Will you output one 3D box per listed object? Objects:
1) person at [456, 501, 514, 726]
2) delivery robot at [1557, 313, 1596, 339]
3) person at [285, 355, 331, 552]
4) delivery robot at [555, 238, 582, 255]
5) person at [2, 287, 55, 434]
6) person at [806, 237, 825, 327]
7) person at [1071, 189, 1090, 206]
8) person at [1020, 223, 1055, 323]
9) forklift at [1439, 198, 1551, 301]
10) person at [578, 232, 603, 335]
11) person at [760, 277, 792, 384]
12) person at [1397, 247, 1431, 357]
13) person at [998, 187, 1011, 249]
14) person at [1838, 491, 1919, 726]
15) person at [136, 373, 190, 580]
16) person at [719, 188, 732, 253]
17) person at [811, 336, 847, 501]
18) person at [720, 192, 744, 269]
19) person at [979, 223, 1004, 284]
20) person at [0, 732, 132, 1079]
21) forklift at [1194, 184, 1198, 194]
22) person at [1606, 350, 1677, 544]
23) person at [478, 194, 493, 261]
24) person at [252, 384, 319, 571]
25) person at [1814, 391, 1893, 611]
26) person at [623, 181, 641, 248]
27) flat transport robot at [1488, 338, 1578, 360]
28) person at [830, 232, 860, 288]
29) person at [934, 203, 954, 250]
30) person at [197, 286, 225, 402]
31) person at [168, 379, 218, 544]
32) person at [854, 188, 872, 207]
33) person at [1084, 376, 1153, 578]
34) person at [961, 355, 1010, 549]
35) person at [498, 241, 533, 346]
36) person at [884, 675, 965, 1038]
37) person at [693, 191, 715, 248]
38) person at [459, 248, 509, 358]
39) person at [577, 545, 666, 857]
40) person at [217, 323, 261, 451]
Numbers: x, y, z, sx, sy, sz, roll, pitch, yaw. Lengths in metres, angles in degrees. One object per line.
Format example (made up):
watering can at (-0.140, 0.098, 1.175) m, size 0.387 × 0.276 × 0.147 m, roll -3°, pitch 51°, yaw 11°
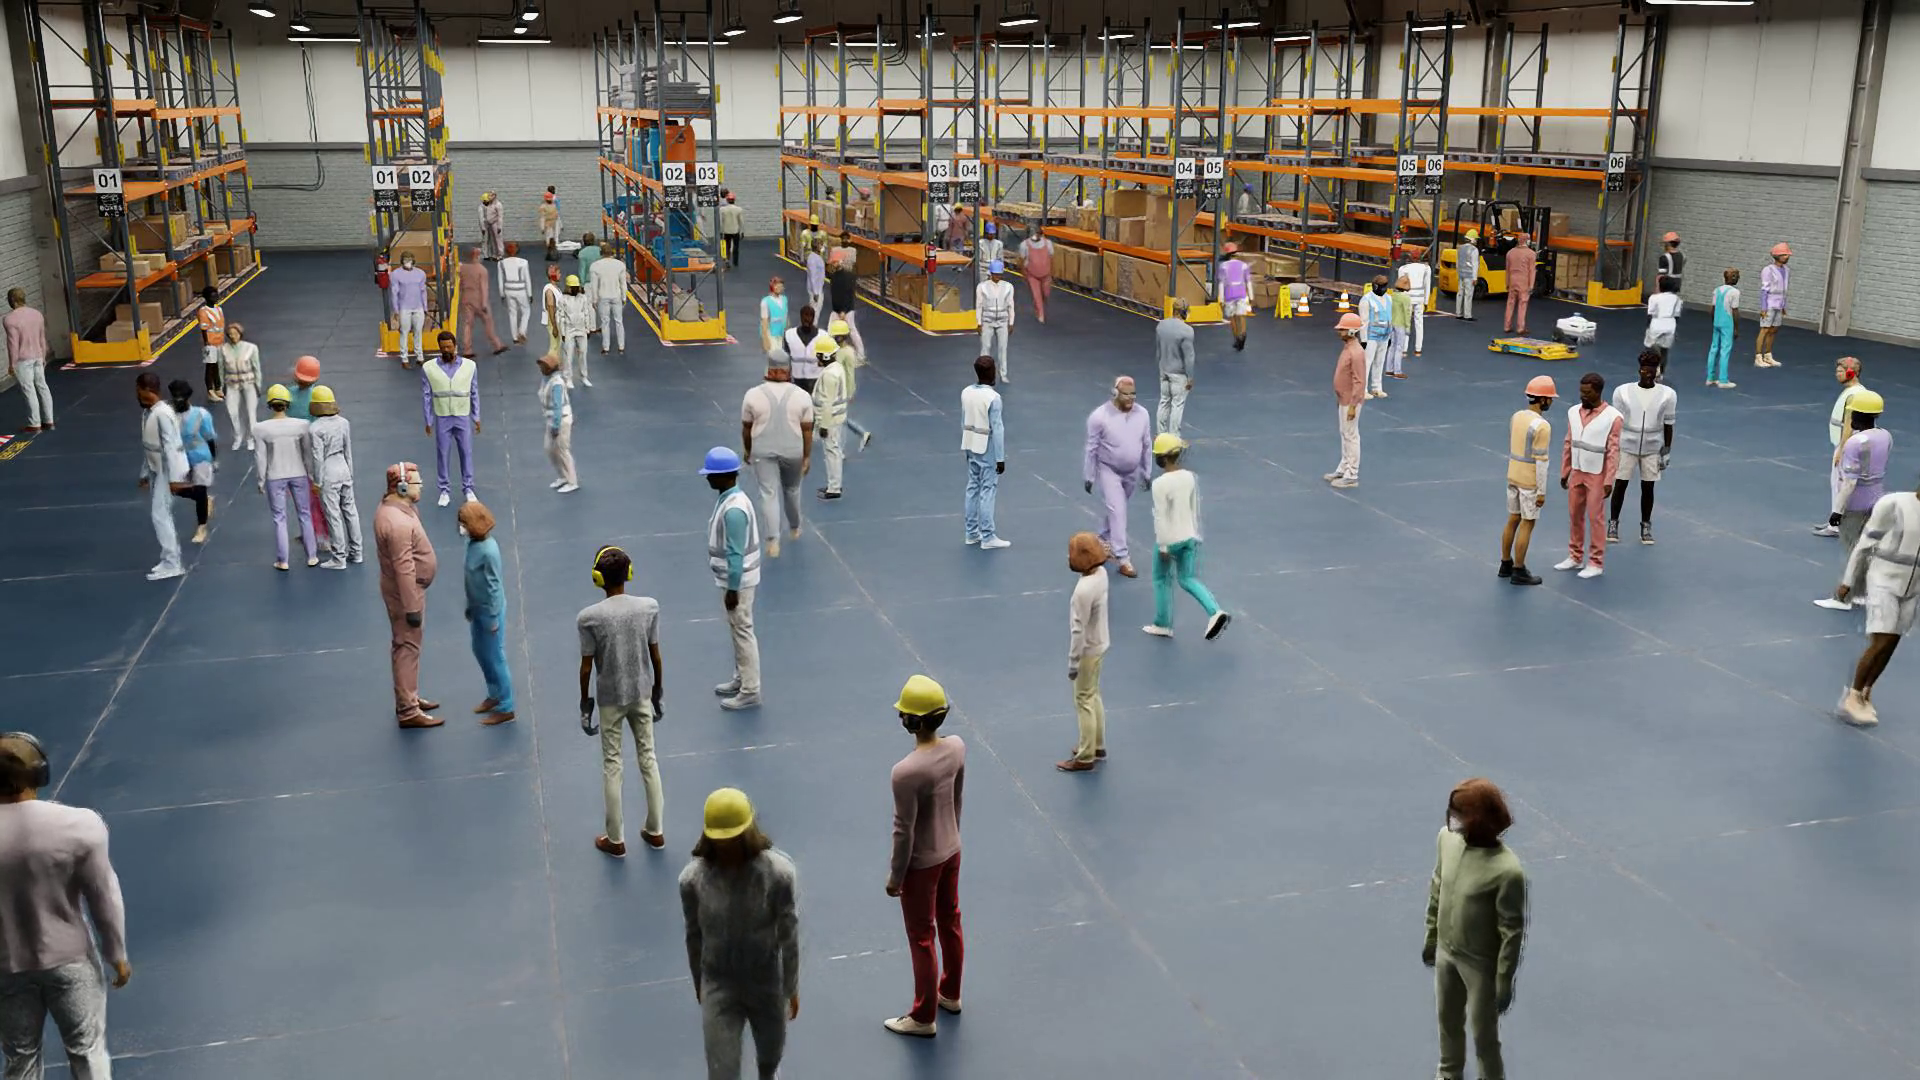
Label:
person at (-3.386, 0.507, 11.834) m, size 0.313 × 1.621 × 0.506 m, roll -11°, pitch 18°, yaw -35°
delivery robot at (11.194, -3.879, 30.202) m, size 0.477 × 0.478 × 0.707 m, roll -6°, pitch 16°, yaw -22°
person at (-6.437, -0.849, 16.355) m, size 0.781 × 1.945 × 0.362 m, roll 10°, pitch 18°, yaw 33°
delivery robot at (-10.891, -8.143, 46.248) m, size 0.707 × 0.478 × 0.477 m, roll -6°, pitch 16°, yaw -20°
person at (-12.391, -2.382, 22.095) m, size 0.354 × 1.937 × 0.635 m, roll 3°, pitch 15°, yaw 12°
person at (-2.581, -4.488, 30.022) m, size 0.373 × 1.940 × 0.627 m, roll 0°, pitch 15°, yaw 1°
person at (3.319, -8.785, 46.211) m, size 0.594 × 1.926 × 0.367 m, roll 8°, pitch 17°, yaw 26°
person at (1.539, -5.372, 33.150) m, size 0.709 × 2.000 × 0.742 m, roll -2°, pitch 15°, yaw -9°
forklift at (11.913, -6.508, 37.130) m, size 2.313 × 2.155 × 1.214 m, roll -4°, pitch 15°, yaw -15°
person at (-6.927, -4.838, 31.367) m, size 0.370 × 1.930 × 0.626 m, roll 10°, pitch 18°, yaw 34°
person at (-2.700, -2.978, 24.644) m, size 0.810 × 1.806 × 0.645 m, roll 7°, pitch 16°, yaw 24°
person at (7.805, -4.104, 28.682) m, size 0.573 × 1.883 × 0.353 m, roll 0°, pitch 15°, yaw -2°
person at (1.252, -9.485, 49.078) m, size 0.492 × 1.804 × 0.610 m, roll 6°, pitch 16°, yaw 22°
person at (6.638, 0.344, 11.747) m, size 0.695 × 1.982 × 0.511 m, roll 0°, pitch 15°, yaw -1°
person at (-7.460, -0.604, 15.519) m, size 0.508 × 1.881 × 0.690 m, roll -11°, pitch 19°, yaw -36°
person at (-6.763, -9.218, 48.014) m, size 0.429 × 1.838 × 0.634 m, roll 0°, pitch 15°, yaw -1°
person at (-1.454, -1.352, 18.432) m, size 0.403 × 1.832 × 0.593 m, roll 1°, pitch 15°, yaw 3°
person at (-5.937, -8.045, 43.327) m, size 0.634 × 1.982 × 0.492 m, roll 1°, pitch 15°, yaw 4°
person at (0.585, -5.392, 33.440) m, size 0.599 × 1.936 × 0.411 m, roll -3°, pitch 15°, yaw -11°
person at (-3.718, 1.707, 6.742) m, size 0.656 × 1.931 × 0.372 m, roll -4°, pitch 15°, yaw -13°
forklift at (7.392, -11.333, 53.972) m, size 1.873 × 2.768 × 1.129 m, roll -4°, pitch 15°, yaw -15°
person at (6.775, -0.922, 16.580) m, size 0.603 × 1.955 × 0.385 m, roll 5°, pitch 16°, yaw 17°
person at (-12.953, -8.565, 45.575) m, size 0.404 × 1.824 × 0.599 m, roll 2°, pitch 15°, yaw 7°
person at (-6.354, -0.589, 15.682) m, size 0.534 × 1.767 × 0.314 m, roll -9°, pitch 17°, yaw -29°
person at (7.768, -0.338, 14.419) m, size 0.585 × 1.930 × 0.362 m, roll -10°, pitch 18°, yaw -33°
person at (-9.764, -9.657, 49.403) m, size 0.669 × 1.983 × 0.577 m, roll -10°, pitch 18°, yaw -34°
flat transport robot at (9.953, -3.340, 28.897) m, size 0.652 × 0.197 × 1.431 m, roll -8°, pitch 17°, yaw -26°
person at (-2.221, -5.061, 32.377) m, size 0.521 × 1.828 × 0.941 m, roll -5°, pitch 16°, yaw -17°
person at (-0.427, -8.486, 45.166) m, size 0.563 × 1.884 × 1.022 m, roll -3°, pitch 15°, yaw -11°
person at (-10.968, -2.884, 24.448) m, size 0.322 × 1.695 × 0.536 m, roll 1°, pitch 15°, yaw 5°
person at (-7.707, -0.837, 16.775) m, size 0.550 × 1.673 × 0.658 m, roll 0°, pitch 15°, yaw 2°
person at (-2.738, -8.777, 46.163) m, size 0.670 × 1.949 × 0.532 m, roll -13°, pitch 20°, yaw -40°
person at (1.497, -0.653, 15.774) m, size 0.646 × 1.858 × 0.995 m, roll -7°, pitch 16°, yaw -25°
person at (0.231, -0.870, 16.439) m, size 0.387 × 1.921 × 0.594 m, roll -11°, pitch 18°, yaw -35°
person at (-7.982, -4.441, 29.957) m, size 0.622 × 1.871 × 0.477 m, roll 1°, pitch 15°, yaw 5°
person at (-0.170, 1.488, 7.866) m, size 0.316 × 1.769 × 0.525 m, roll 9°, pitch 18°, yaw 32°
person at (-7.738, -9.587, 49.325) m, size 0.952 × 1.874 × 0.577 m, roll 0°, pitch 15°, yaw -2°
person at (-8.276, -4.107, 28.719) m, size 0.662 × 1.857 × 0.951 m, roll 8°, pitch 17°, yaw 27°
person at (-1.972, 0.943, 9.740) m, size 0.514 × 1.862 × 0.322 m, roll -8°, pitch 17°, yaw -27°
person at (-9.053, -1.918, 20.948) m, size 0.515 × 1.624 × 0.432 m, roll -3°, pitch 15°, yaw -13°
